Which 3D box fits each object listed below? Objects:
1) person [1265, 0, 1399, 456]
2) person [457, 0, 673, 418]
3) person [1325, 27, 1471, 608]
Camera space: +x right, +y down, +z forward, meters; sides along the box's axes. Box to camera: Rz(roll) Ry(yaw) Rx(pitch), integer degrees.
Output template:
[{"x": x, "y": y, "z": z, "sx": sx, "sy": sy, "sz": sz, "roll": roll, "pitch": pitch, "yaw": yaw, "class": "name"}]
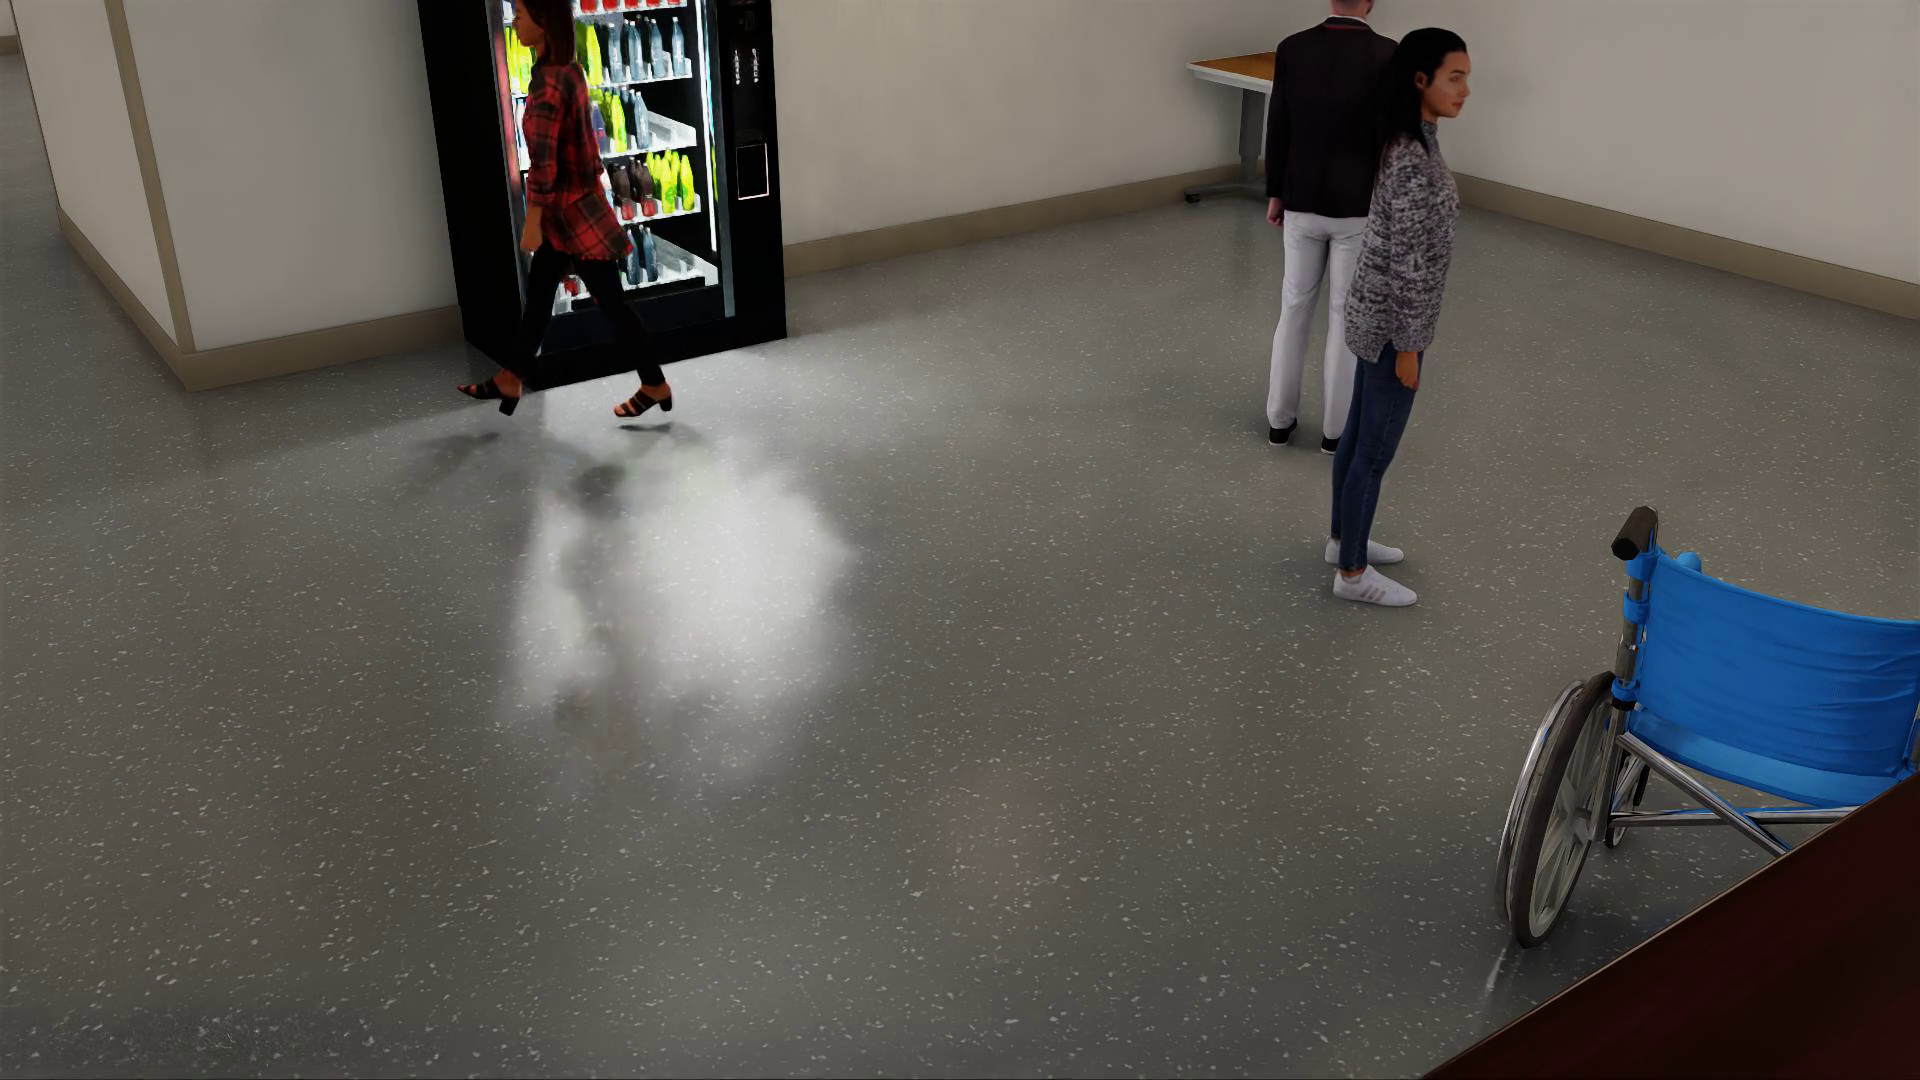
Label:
[{"x": 1.352, "y": -1.218, "z": 6.085, "sx": 0.732, "sy": 1.844, "sz": 0.700, "roll": 15, "pitch": 30, "yaw": 29, "class": "person"}, {"x": -1.364, "y": -1.201, "z": 6.268, "sx": 1.155, "sy": 1.654, "sz": 0.943, "roll": -3, "pitch": 26, "yaw": -6, "class": "person"}, {"x": 1.308, "y": -0.668, "z": 5.072, "sx": 0.738, "sy": 1.733, "sz": 0.681, "roll": 4, "pitch": 26, "yaw": 8, "class": "person"}]
